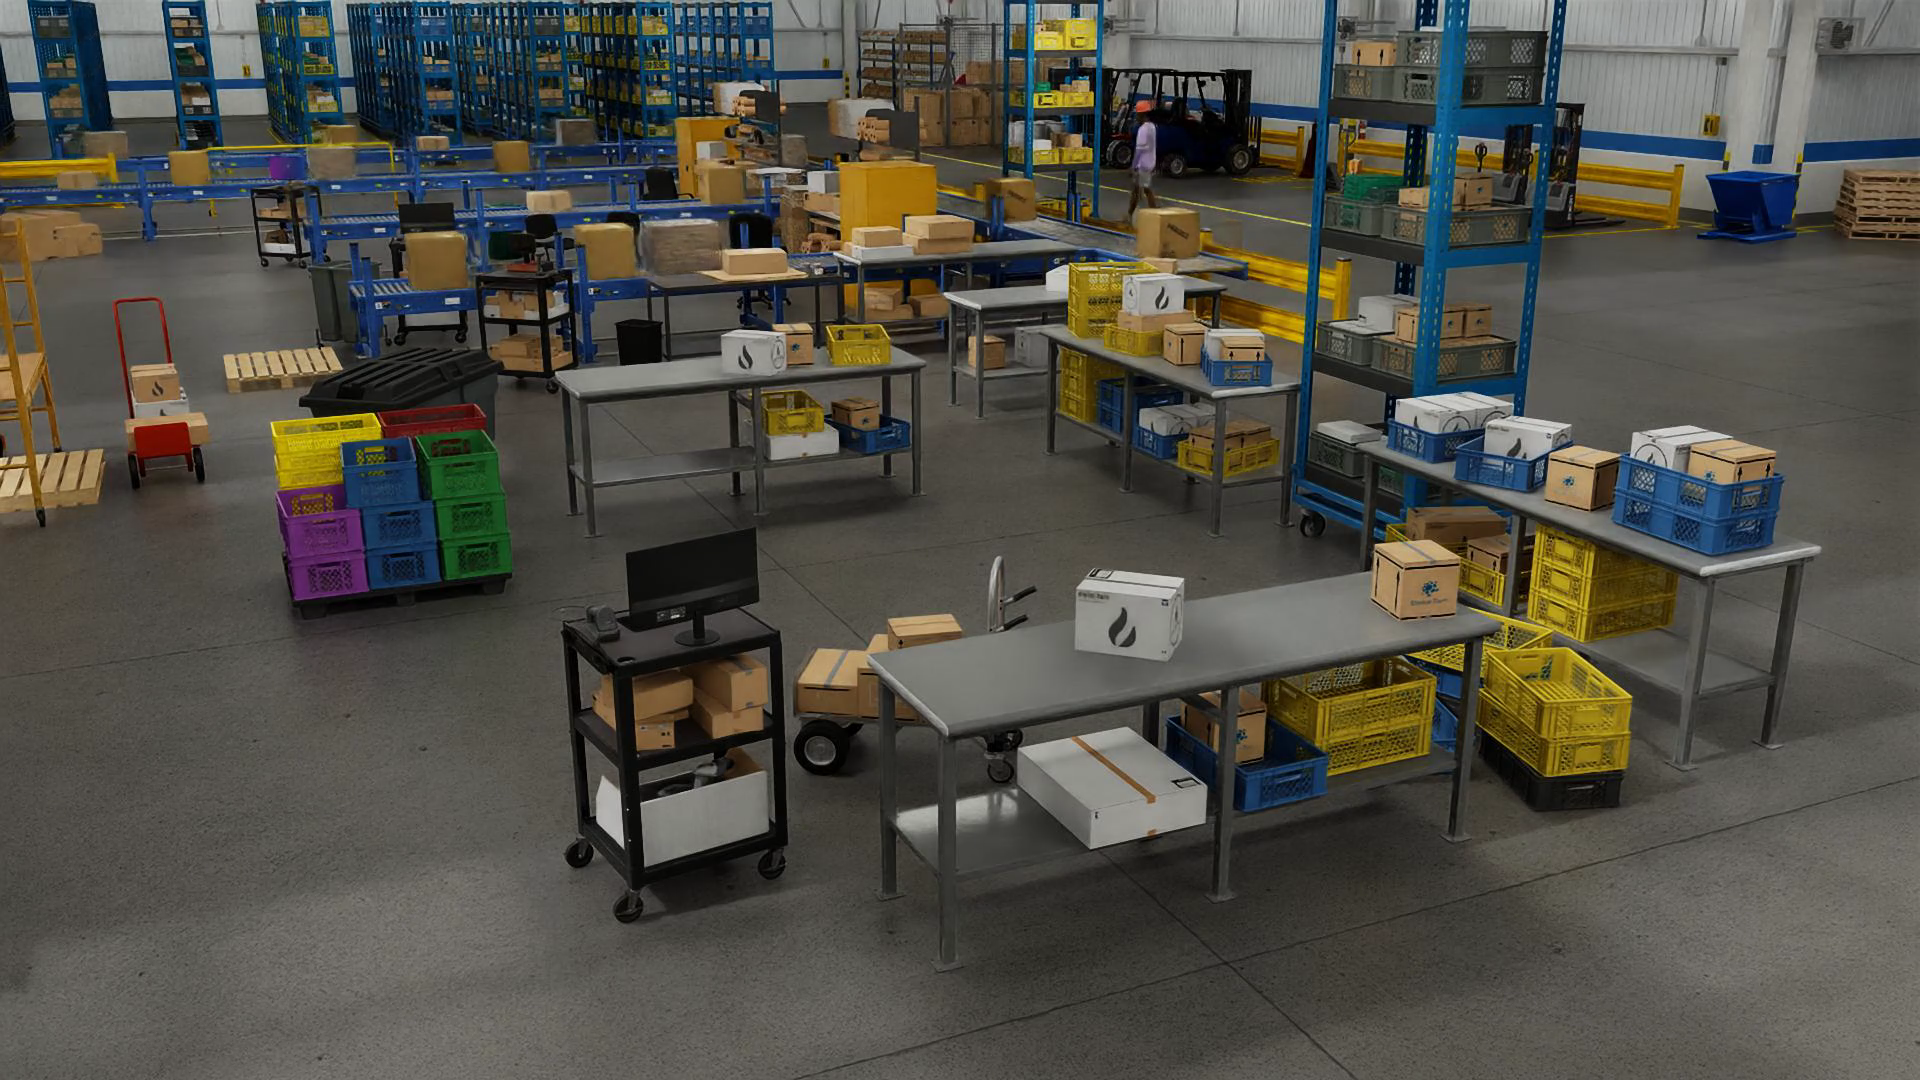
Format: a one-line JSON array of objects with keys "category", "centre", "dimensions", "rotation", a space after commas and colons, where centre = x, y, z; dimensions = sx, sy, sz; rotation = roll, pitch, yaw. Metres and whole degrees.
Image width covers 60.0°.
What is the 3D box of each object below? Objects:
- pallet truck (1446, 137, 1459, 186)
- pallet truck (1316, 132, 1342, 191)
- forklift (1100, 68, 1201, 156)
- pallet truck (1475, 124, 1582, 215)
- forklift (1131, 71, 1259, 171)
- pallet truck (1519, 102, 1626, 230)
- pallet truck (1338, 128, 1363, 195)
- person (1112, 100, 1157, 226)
[{"category": "pallet truck", "centre": [9.184, -6.485, 29.328], "dimensions": [1.630, 1.274, 0.653], "rotation": [-8, 19, -23]}, {"category": "pallet truck", "centre": [7.723, -7.504, 32.656], "dimensions": [1.601, 1.201, 0.680], "rotation": [-8, 19, -23]}, {"category": "forklift", "centre": [4.082, -9.564, 37.410], "dimensions": [2.680, 1.987, 1.157], "rotation": [-8, 19, -23]}, {"category": "pallet truck", "centre": [9.707, -6.455, 28.103], "dimensions": [1.885, 1.965, 0.823], "rotation": [-7, 19, -20]}, {"category": "forklift", "centre": [4.998, -8.936, 35.413], "dimensions": [2.680, 1.987, 1.157], "rotation": [-9, 20, -25]}, {"category": "pallet truck", "centre": [9.972, -6.037, 26.785], "dimensions": [1.885, 1.965, 0.823], "rotation": [-9, 20, -25]}, {"category": "pallet truck", "centre": [7.845, -7.140, 31.411], "dimensions": [1.522, 1.261, 0.704], "rotation": [-9, 20, -25]}, {"category": "person", "centre": [2.814, -5.998, 26.634], "dimensions": [0.908, 2.009, 0.644], "rotation": [6, 18, 17]}]
